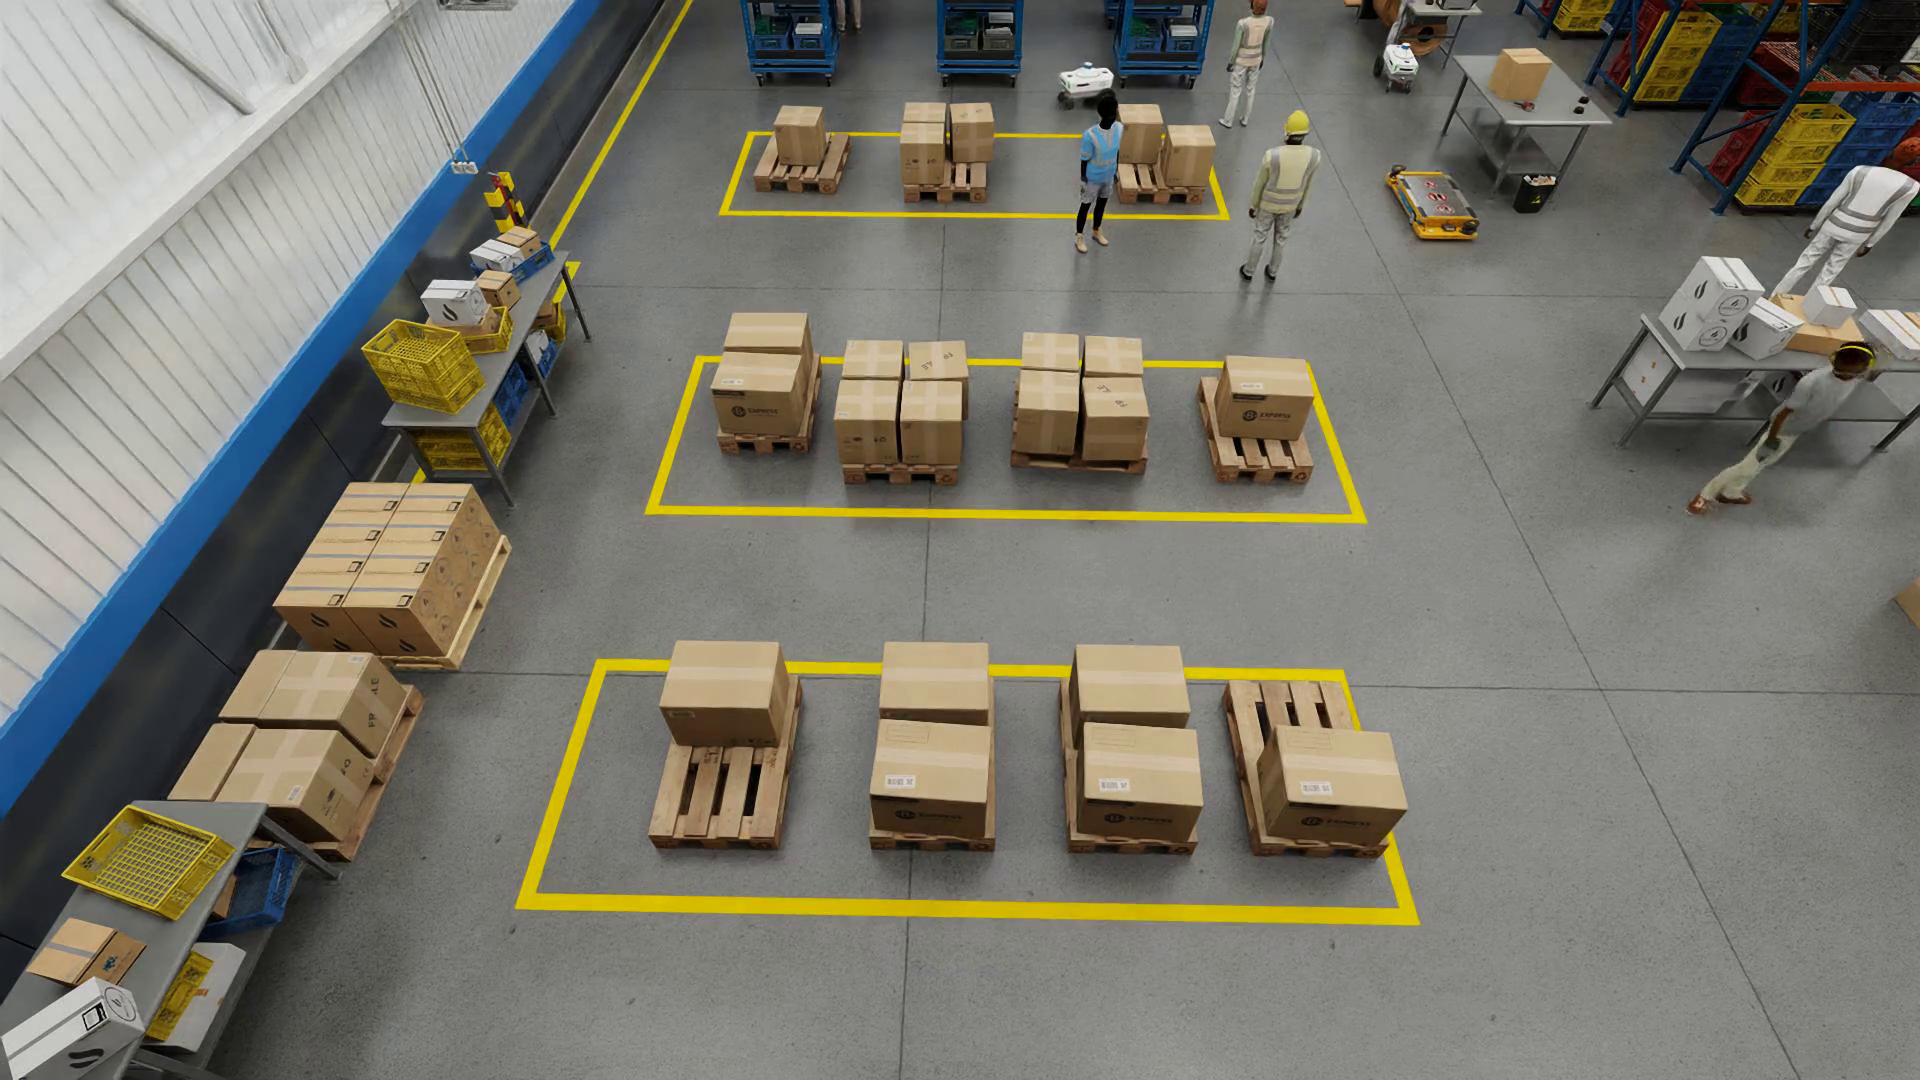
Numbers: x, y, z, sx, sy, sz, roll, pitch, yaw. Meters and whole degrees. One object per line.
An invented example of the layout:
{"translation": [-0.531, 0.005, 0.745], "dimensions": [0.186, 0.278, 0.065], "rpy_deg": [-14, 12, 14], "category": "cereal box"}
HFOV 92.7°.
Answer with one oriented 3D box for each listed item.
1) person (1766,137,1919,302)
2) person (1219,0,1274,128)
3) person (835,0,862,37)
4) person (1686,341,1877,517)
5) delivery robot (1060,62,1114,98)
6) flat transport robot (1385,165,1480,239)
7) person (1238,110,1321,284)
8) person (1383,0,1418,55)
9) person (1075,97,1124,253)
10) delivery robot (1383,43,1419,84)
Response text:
{"translation": [8.773, -3.049, 9.099], "dimensions": [0.356, 1.880, 0.574], "rpy_deg": [-36, 58, -27], "category": "person"}
{"translation": [3.768, -6.278, 12.049], "dimensions": [0.517, 1.639, 0.314], "rpy_deg": [-9, 50, -7], "category": "person"}
{"translation": [-1.767, -8.848, 14.053], "dimensions": [0.626, 1.982, 0.410], "rpy_deg": [-19, 52, -16], "category": "person"}
{"translation": [6.589, -0.857, 7.247], "dimensions": [0.667, 1.820, 0.335], "rpy_deg": [-12, 50, -10], "category": "person"}
{"translation": [1.768, -6.413, 12.815], "dimensions": [0.707, 0.478, 0.477], "rpy_deg": [-13, 50, -10], "category": "delivery robot"}
{"translation": [5.692, -4.094, 11.059], "dimensions": [0.652, 0.197, 1.431], "rpy_deg": [1, 49, 1], "category": "flat transport robot"}
{"translation": [3.318, -3.528, 9.551], "dimensions": [0.582, 1.823, 0.403], "rpy_deg": [0, 49, 0], "category": "person"}
{"translation": [6.566, -7.891, 13.260], "dimensions": [0.384, 1.931, 0.639], "rpy_deg": [22, 53, 18], "category": "person"}
{"translation": [1.525, -3.985, 10.027], "dimensions": [0.542, 1.695, 0.316], "rpy_deg": [-24, 53, -19], "category": "person"}
{"translation": [6.373, -6.919, 13.258], "dimensions": [0.477, 0.478, 0.707], "rpy_deg": [4, 49, 4], "category": "delivery robot"}
